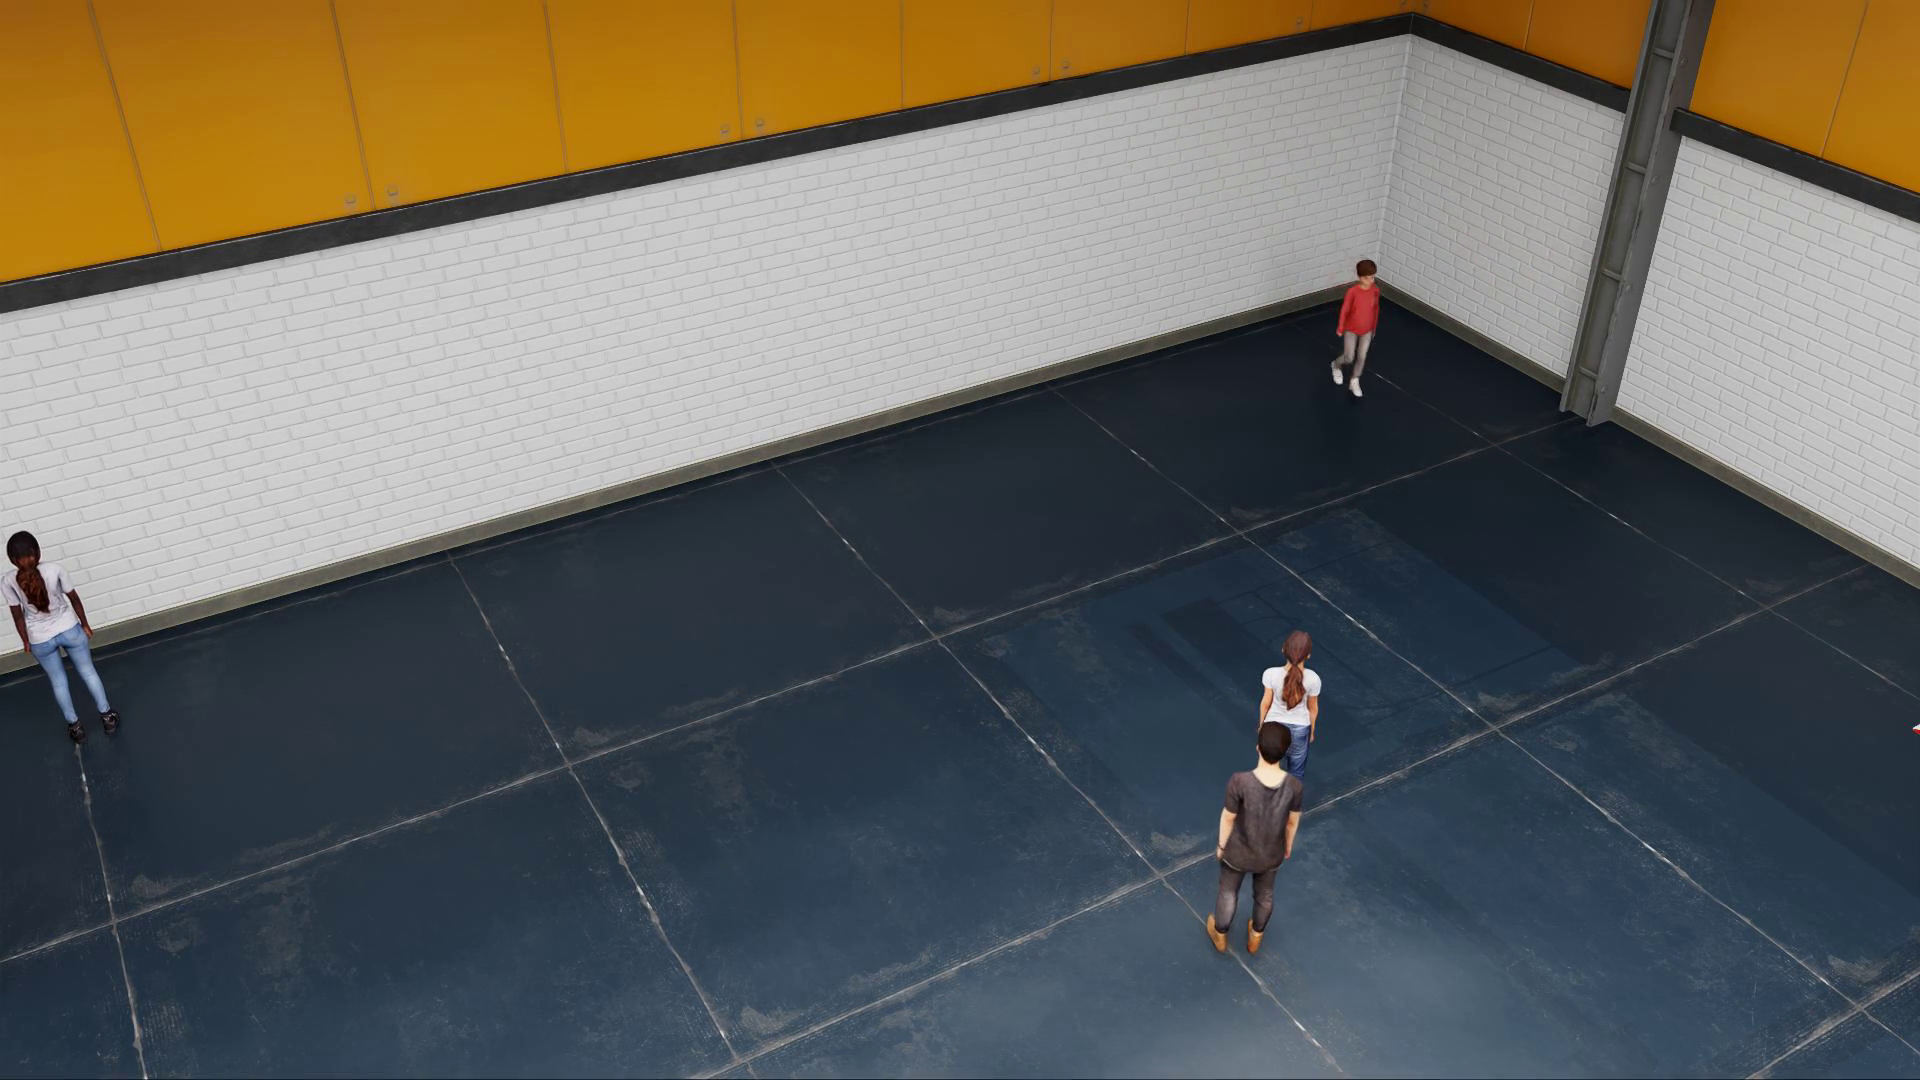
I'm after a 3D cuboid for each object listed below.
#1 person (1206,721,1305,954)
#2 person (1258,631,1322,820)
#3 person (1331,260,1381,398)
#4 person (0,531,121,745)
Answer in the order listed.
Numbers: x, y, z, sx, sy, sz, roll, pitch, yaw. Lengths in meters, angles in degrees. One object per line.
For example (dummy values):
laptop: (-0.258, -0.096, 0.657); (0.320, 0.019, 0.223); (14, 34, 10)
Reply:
person: (1.773, 1.811, 9.955); (0.709, 1.712, 0.722); (0, 34, 0)
person: (2.156, 1.241, 10.948); (0.626, 1.563, 0.683); (7, 34, 11)
person: (3.826, -2.091, 16.104); (0.623, 1.405, 0.714); (-10, 35, -14)
person: (-6.340, 0.672, 11.663); (0.587, 1.719, 0.505); (-19, 38, -26)
